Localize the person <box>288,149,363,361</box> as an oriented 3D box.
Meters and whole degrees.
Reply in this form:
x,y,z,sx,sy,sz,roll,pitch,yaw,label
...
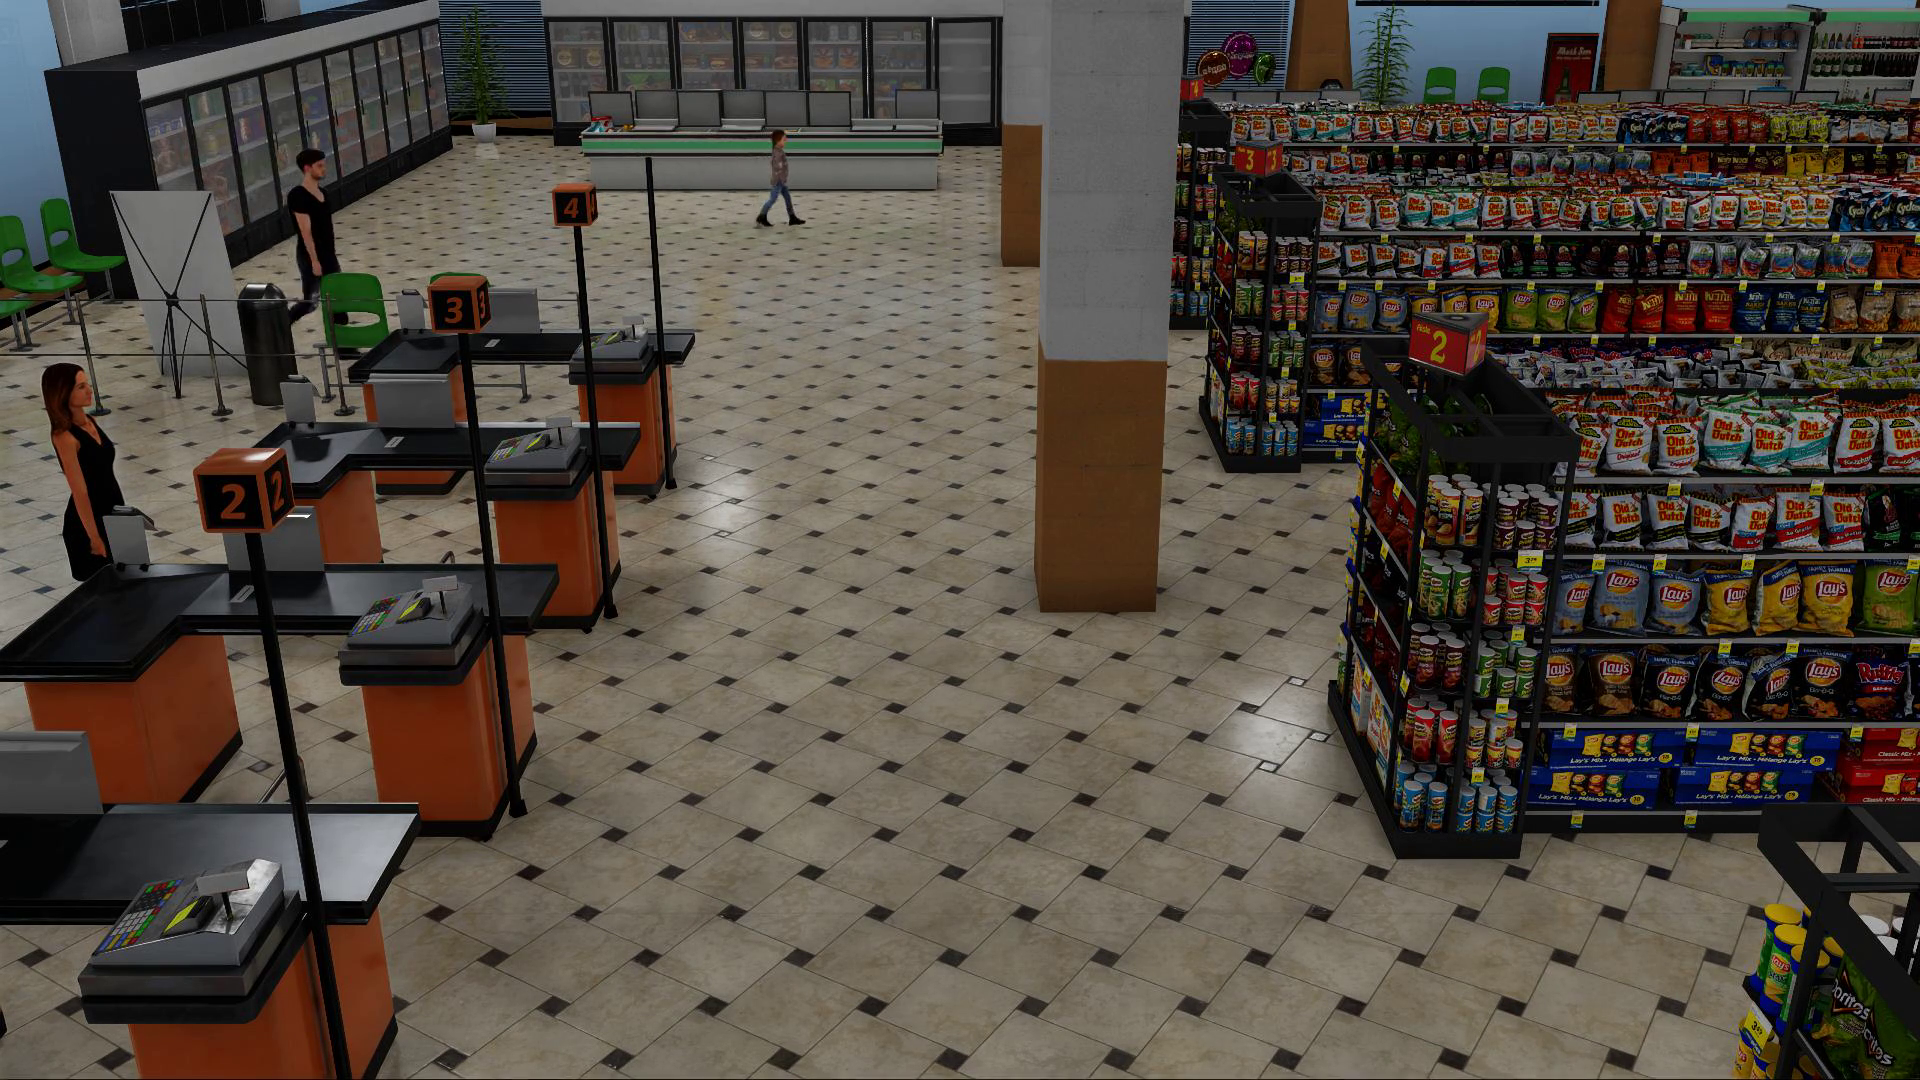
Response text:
x,y,z,sx,sy,sz,roll,pitch,yaw,label
-5.773,-2.479,14.706,1.226,1.867,0.856,5,23,13,person

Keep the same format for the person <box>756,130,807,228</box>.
x,y,z,sx,sy,sz,roll,pitch,yaw,label
-2.284,-4.446,20.523,0.842,1.179,0.530,2,22,6,person

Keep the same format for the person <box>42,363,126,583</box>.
x,y,z,sx,sy,sz,roll,pitch,yaw,label
-4.484,-0.031,8.655,0.578,1.835,0.614,-4,22,-10,person
